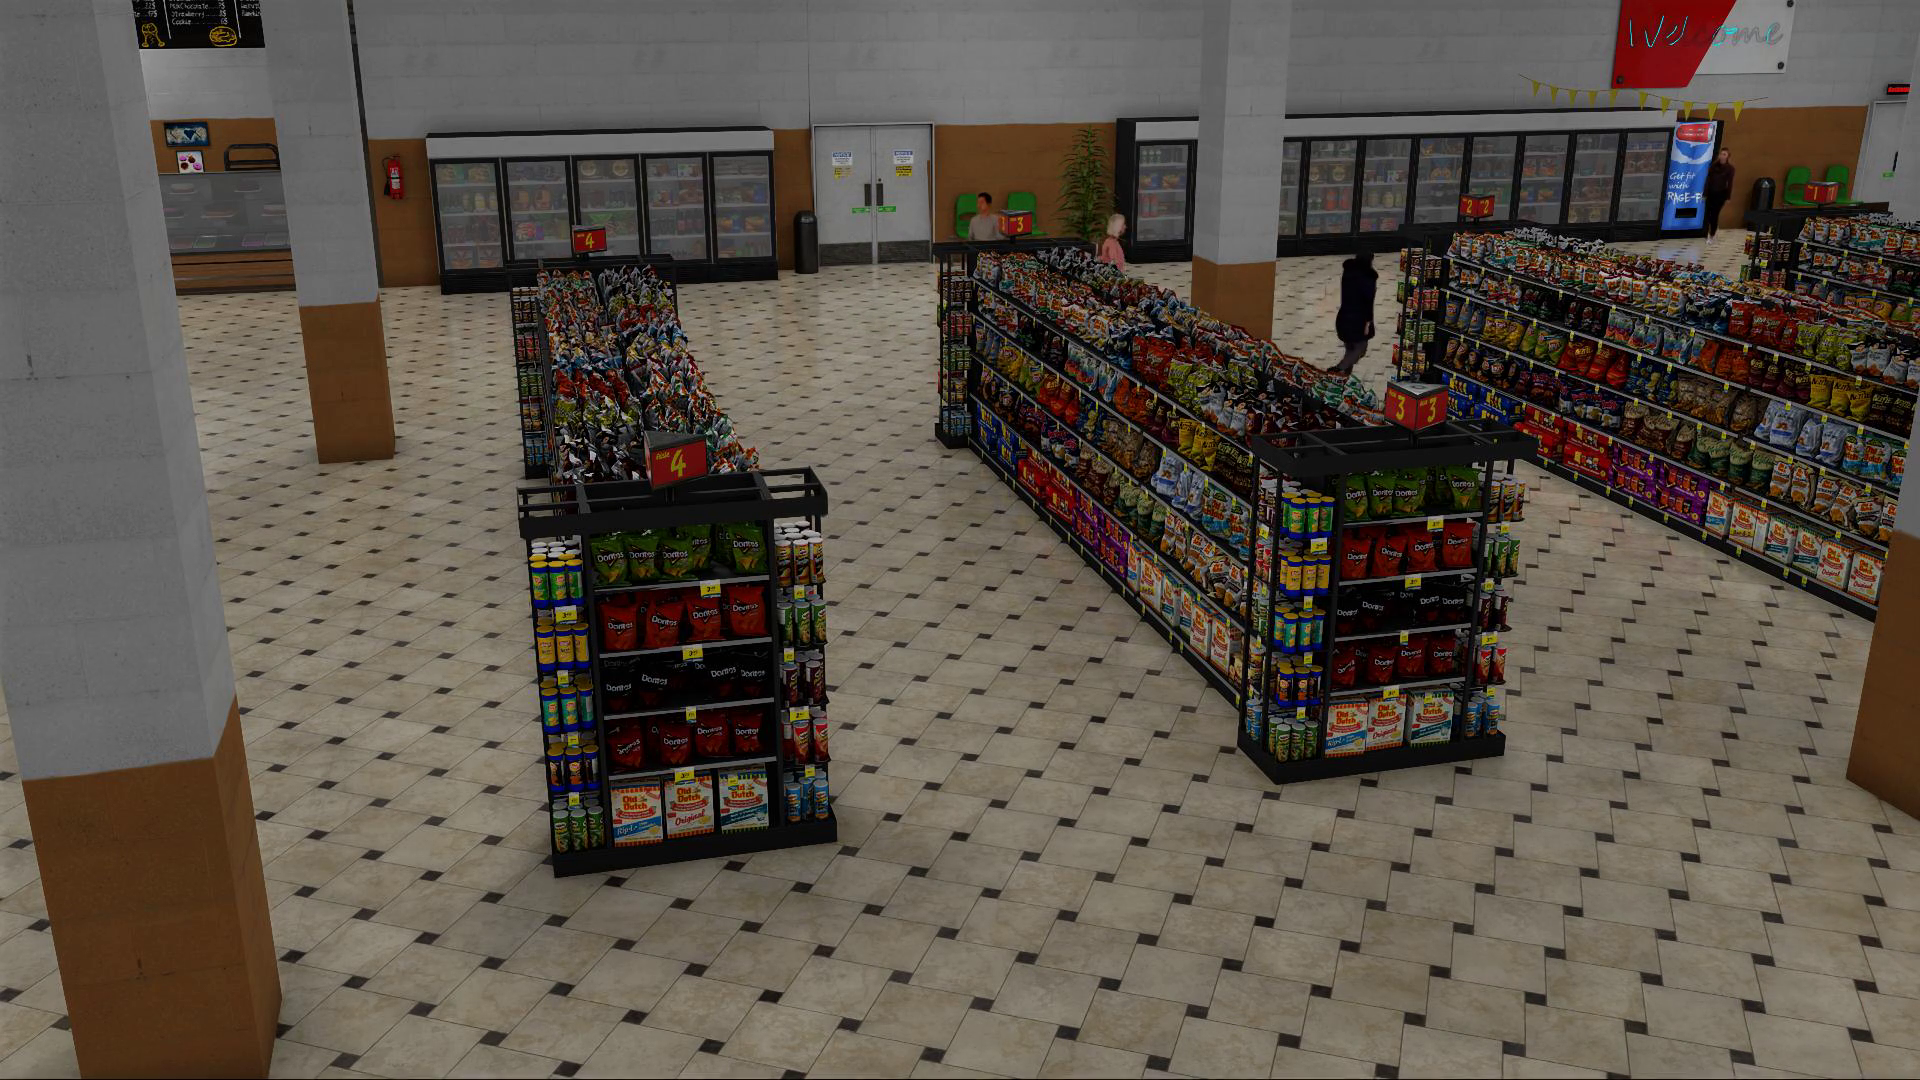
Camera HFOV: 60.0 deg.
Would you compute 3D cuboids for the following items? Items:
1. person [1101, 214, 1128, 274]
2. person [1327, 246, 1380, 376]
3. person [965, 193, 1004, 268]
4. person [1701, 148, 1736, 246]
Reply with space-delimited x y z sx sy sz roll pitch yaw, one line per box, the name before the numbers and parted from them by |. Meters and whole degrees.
person | 1.830 -3.218 21.052 0.781 1.637 0.701 3 19 10
person | 4.408 -2.466 18.777 0.845 1.666 0.868 -11 21 -29
person | 0.410 -3.788 22.521 1.080 1.780 1.100 13 23 34
person | 13.453 -6.096 29.531 1.098 1.674 1.038 16 24 39
